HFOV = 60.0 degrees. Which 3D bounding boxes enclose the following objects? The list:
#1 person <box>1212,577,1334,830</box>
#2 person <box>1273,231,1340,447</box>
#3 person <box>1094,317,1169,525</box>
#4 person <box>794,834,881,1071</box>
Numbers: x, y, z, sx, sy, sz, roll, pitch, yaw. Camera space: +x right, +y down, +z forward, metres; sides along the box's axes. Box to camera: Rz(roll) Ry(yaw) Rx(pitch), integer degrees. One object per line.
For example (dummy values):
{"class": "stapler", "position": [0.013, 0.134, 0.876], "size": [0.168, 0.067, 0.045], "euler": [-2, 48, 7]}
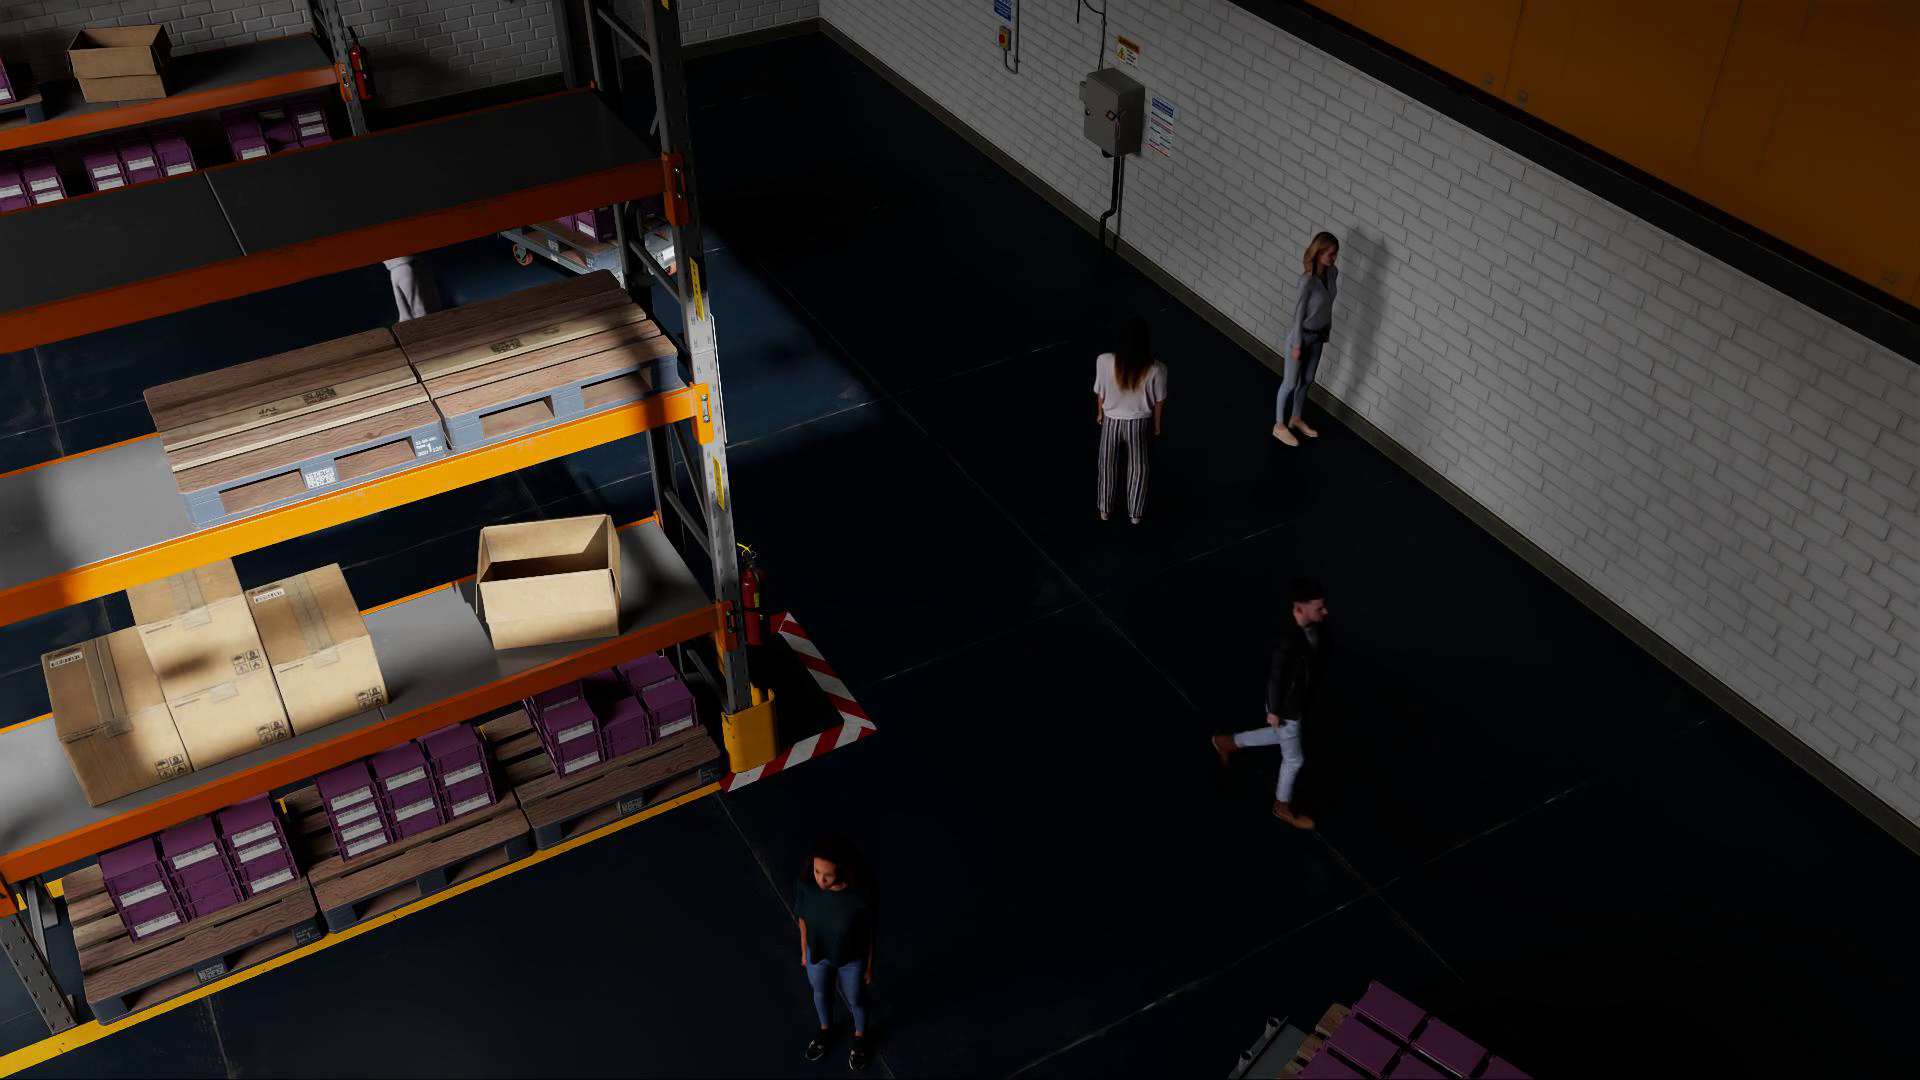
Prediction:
{"class": "person", "position": [1.850, 0.887, 9.617], "size": [1.014, 1.816, 1.044], "euler": [20, 43, 24]}
{"class": "person", "position": [2.640, -1.543, 12.677], "size": [0.504, 1.795, 0.680], "euler": [-28, 46, -30]}
{"class": "person", "position": [1.204, -0.853, 11.905], "size": [0.780, 1.680, 0.836], "euler": [10, 40, 13]}
{"class": "person", "position": [-0.608, 2.049, 8.321], "size": [0.713, 1.617, 0.771], "euler": [10, 40, 13]}
